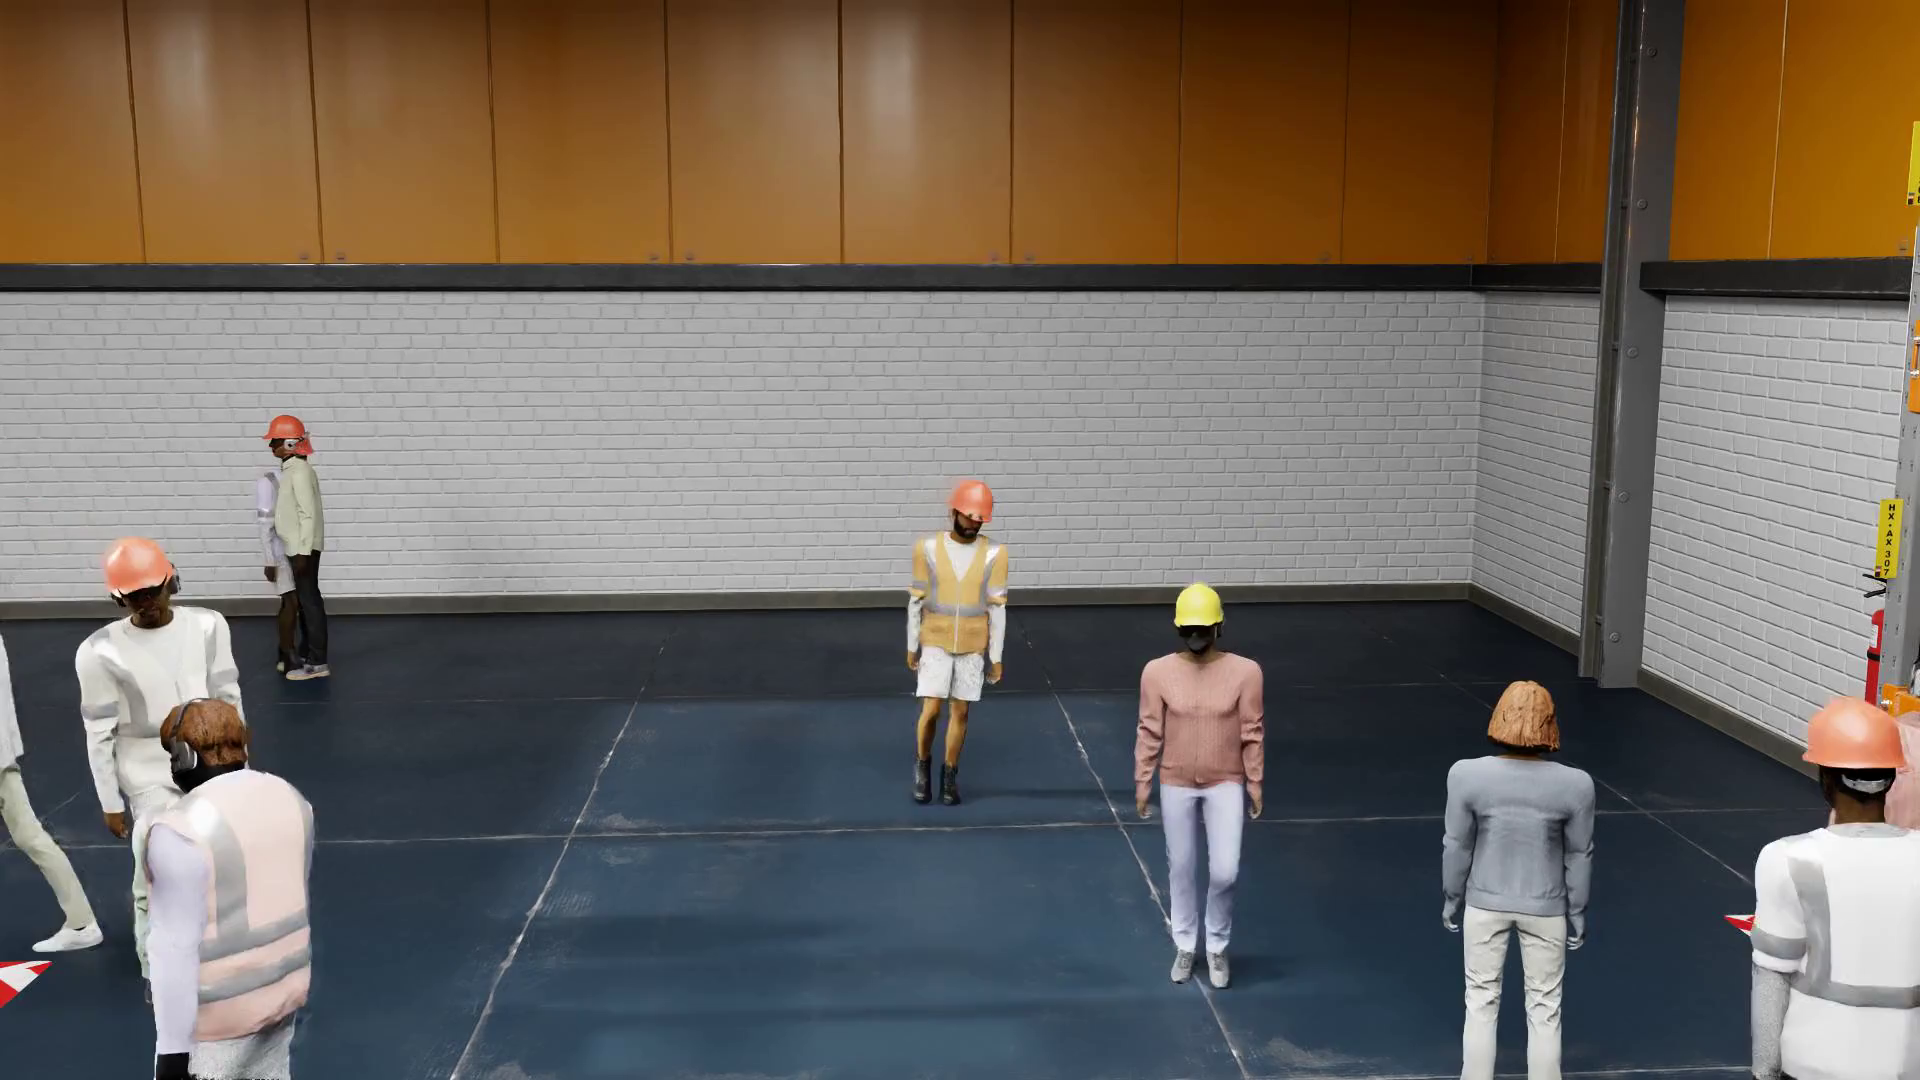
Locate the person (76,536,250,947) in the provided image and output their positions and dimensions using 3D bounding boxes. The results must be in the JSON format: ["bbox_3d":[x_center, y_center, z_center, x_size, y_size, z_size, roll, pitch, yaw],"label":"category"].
[{"bbox_3d":[-3.300,0.946,6.873,0.767,2.013,0.642,7,12,39],"label":"person"}]

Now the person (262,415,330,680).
[{"bbox_3d":[-4.992,0.052,12.528,0.391,1.995,0.613,-5,10,-28],"label":"person"}]

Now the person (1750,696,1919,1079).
[{"bbox_3d":[2.387,1.383,4.421,0.571,1.916,0.577,1,9,9],"label":"person"}]

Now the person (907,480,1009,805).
[{"bbox_3d":[-0.007,0.598,9.430,0.567,1.898,0.502,0,9,-2],"label":"person"}]

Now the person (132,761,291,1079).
[{"bbox_3d":[-2.377,1.371,5.385,0.512,1.635,0.311,-6,11,-32],"label":"person"}]

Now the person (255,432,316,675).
[{"bbox_3d":[-5.061,0.092,12.607,0.589,1.902,0.542,3,10,19],"label":"person"}]

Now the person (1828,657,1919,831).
[{"bbox_3d":[3.131,1.241,5.349,0.649,1.907,0.402,5,11,31],"label":"person"}]

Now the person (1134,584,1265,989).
[{"bbox_3d":[1.006,1.048,7.041,0.543,1.749,0.460,2,9,13],"label":"person"}]

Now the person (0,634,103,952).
[{"bbox_3d":[-4.331,0.976,7.304,1.003,1.811,0.543,-1,9,-9],"label":"person"}]

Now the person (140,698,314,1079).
[{"bbox_3d":[-2.120,1.370,4.878,0.522,1.804,0.689,2,9,15],"label":"person"}]

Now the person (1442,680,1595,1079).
[{"bbox_3d":[1.944,1.298,5.839,0.501,1.632,0.280,3,10,19],"label":"person"}]
